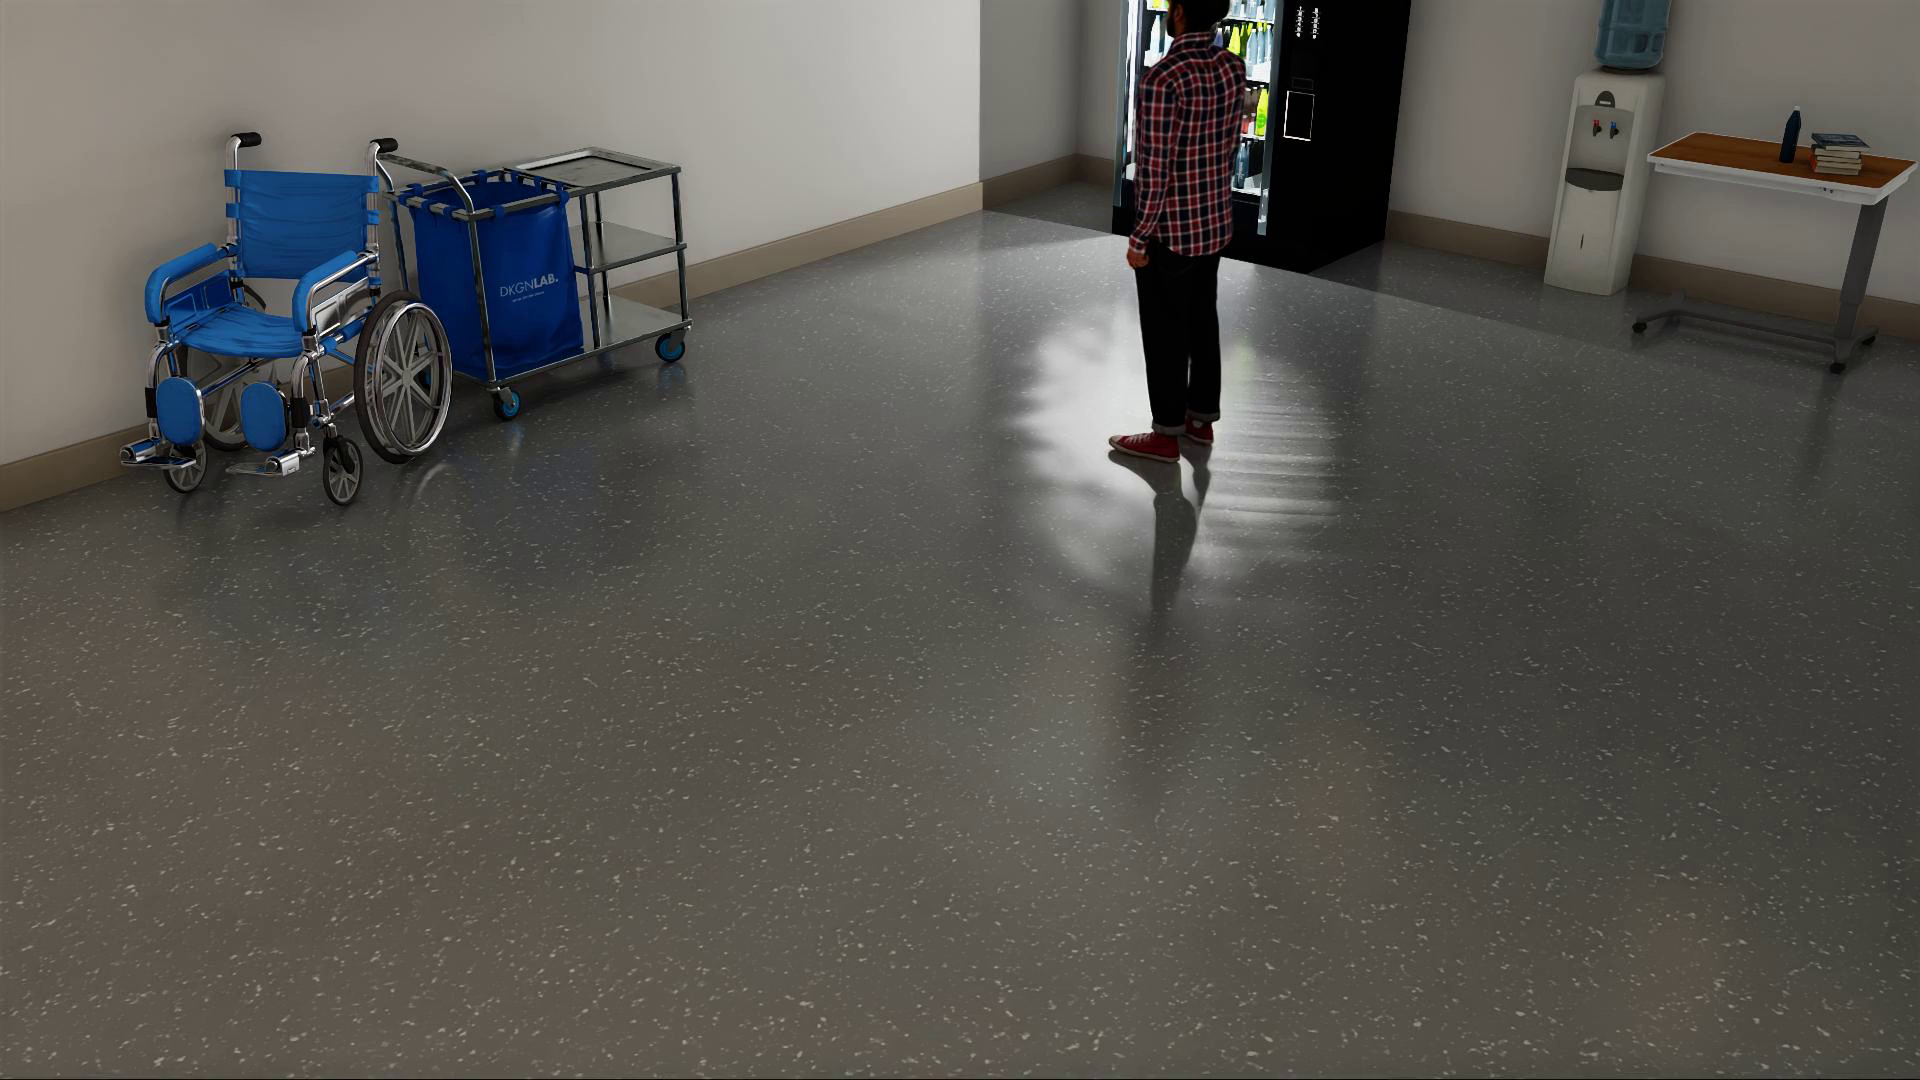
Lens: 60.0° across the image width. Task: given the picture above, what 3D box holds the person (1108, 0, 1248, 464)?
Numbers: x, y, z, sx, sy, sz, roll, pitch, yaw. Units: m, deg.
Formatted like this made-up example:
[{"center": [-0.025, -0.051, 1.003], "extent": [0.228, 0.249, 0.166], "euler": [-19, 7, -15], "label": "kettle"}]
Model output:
[{"center": [0.804, -1.149, 6.014], "extent": [0.586, 1.761, 0.690], "euler": [23, 34, 39], "label": "person"}]
